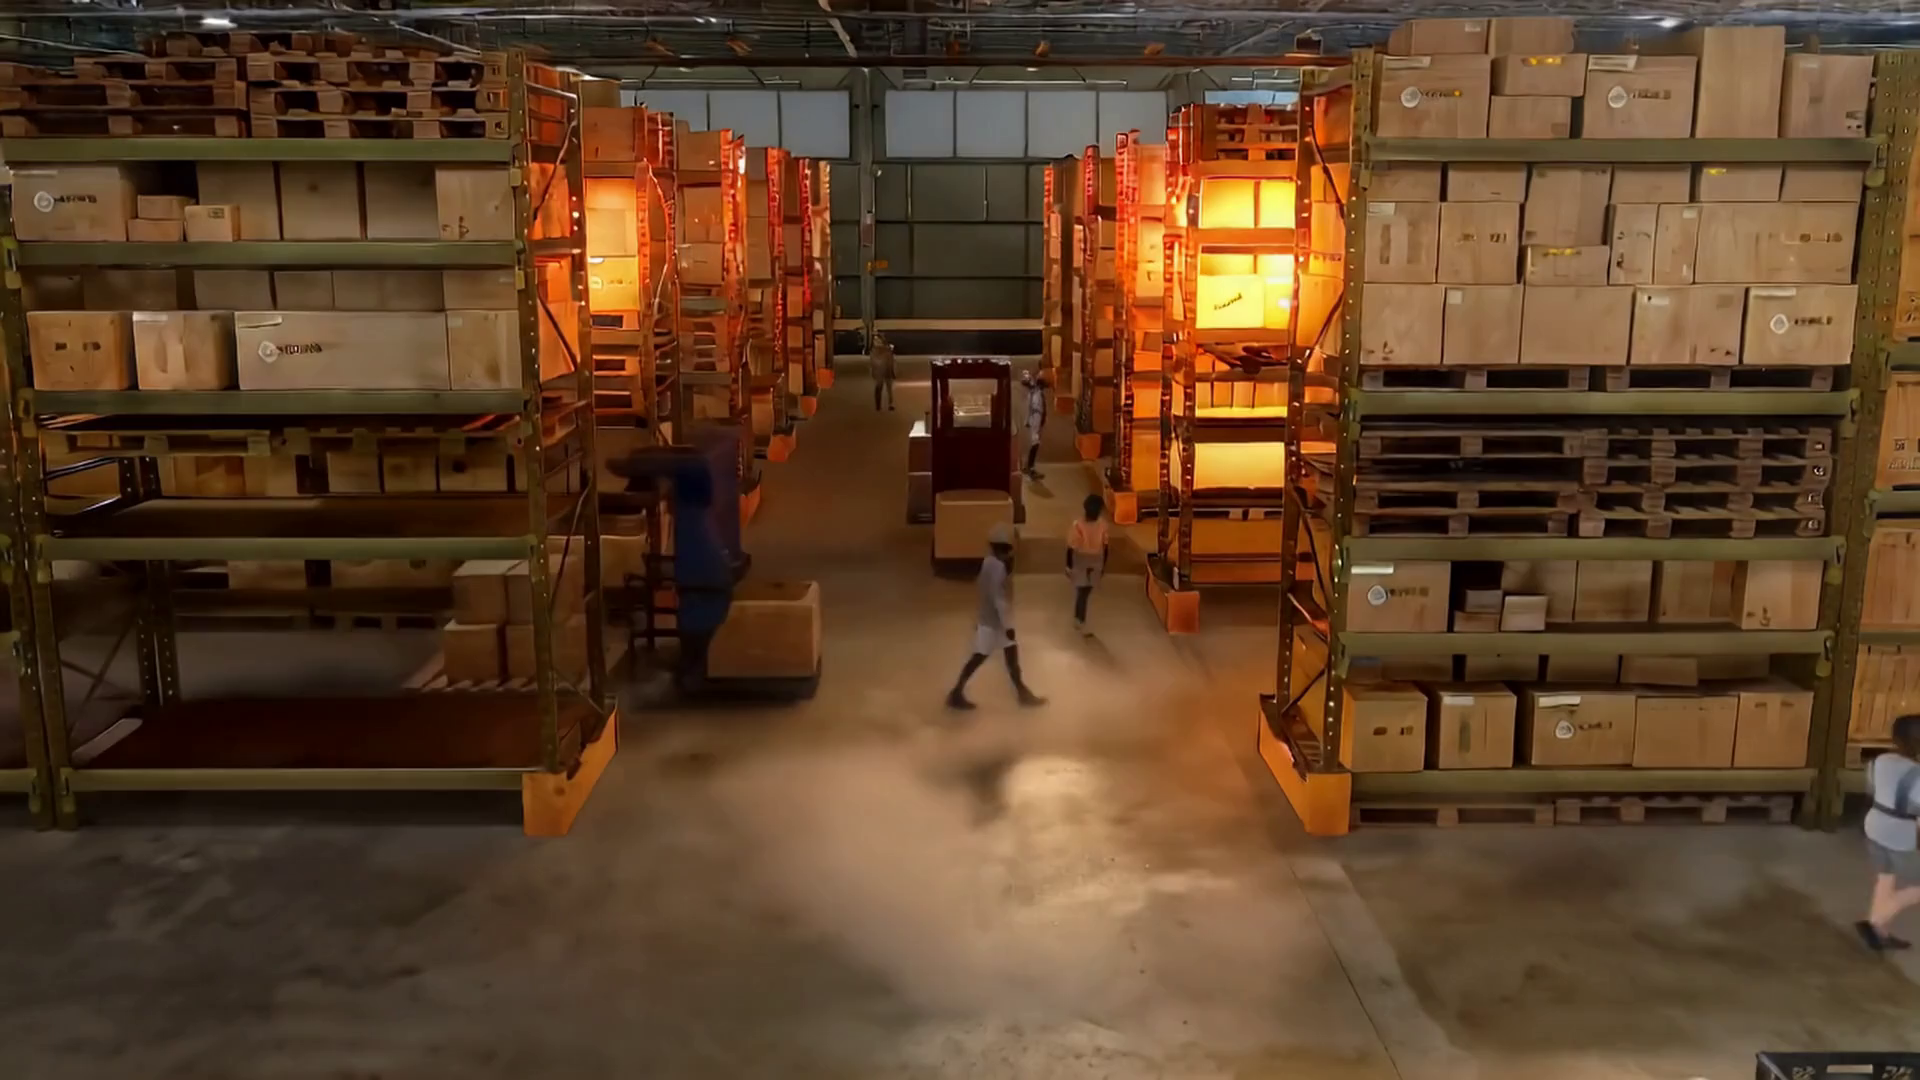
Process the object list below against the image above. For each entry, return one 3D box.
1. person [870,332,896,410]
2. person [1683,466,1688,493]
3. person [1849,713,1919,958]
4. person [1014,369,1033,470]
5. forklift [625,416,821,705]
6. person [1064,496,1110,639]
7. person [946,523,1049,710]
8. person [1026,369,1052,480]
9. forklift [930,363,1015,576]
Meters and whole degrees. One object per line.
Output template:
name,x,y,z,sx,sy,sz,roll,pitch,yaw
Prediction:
person,-1.856,-4.123,40.555,0.642,1.910,0.401,3,12,14
person,9.788,-0.515,22.688,0.941,1.908,0.630,3,12,14
person,6.141,1.956,10.955,0.433,1.686,0.549,-2,12,-7
person,1.236,-2.288,31.480,0.404,1.903,0.636,-1,11,-4
forklift,-2.395,0.177,16.821,1.873,2.768,1.129,0,11,-1
person,1.494,0.295,19.293,0.535,1.642,0.849,-5,13,-24
person,0.333,0.769,16.390,1.011,1.891,0.548,1,11,5
person,1.441,-2.098,30.240,0.447,2.030,0.622,1,11,4
forklift,0.165,-1.022,22.765,1.129,2.768,1.873,0,11,-2
